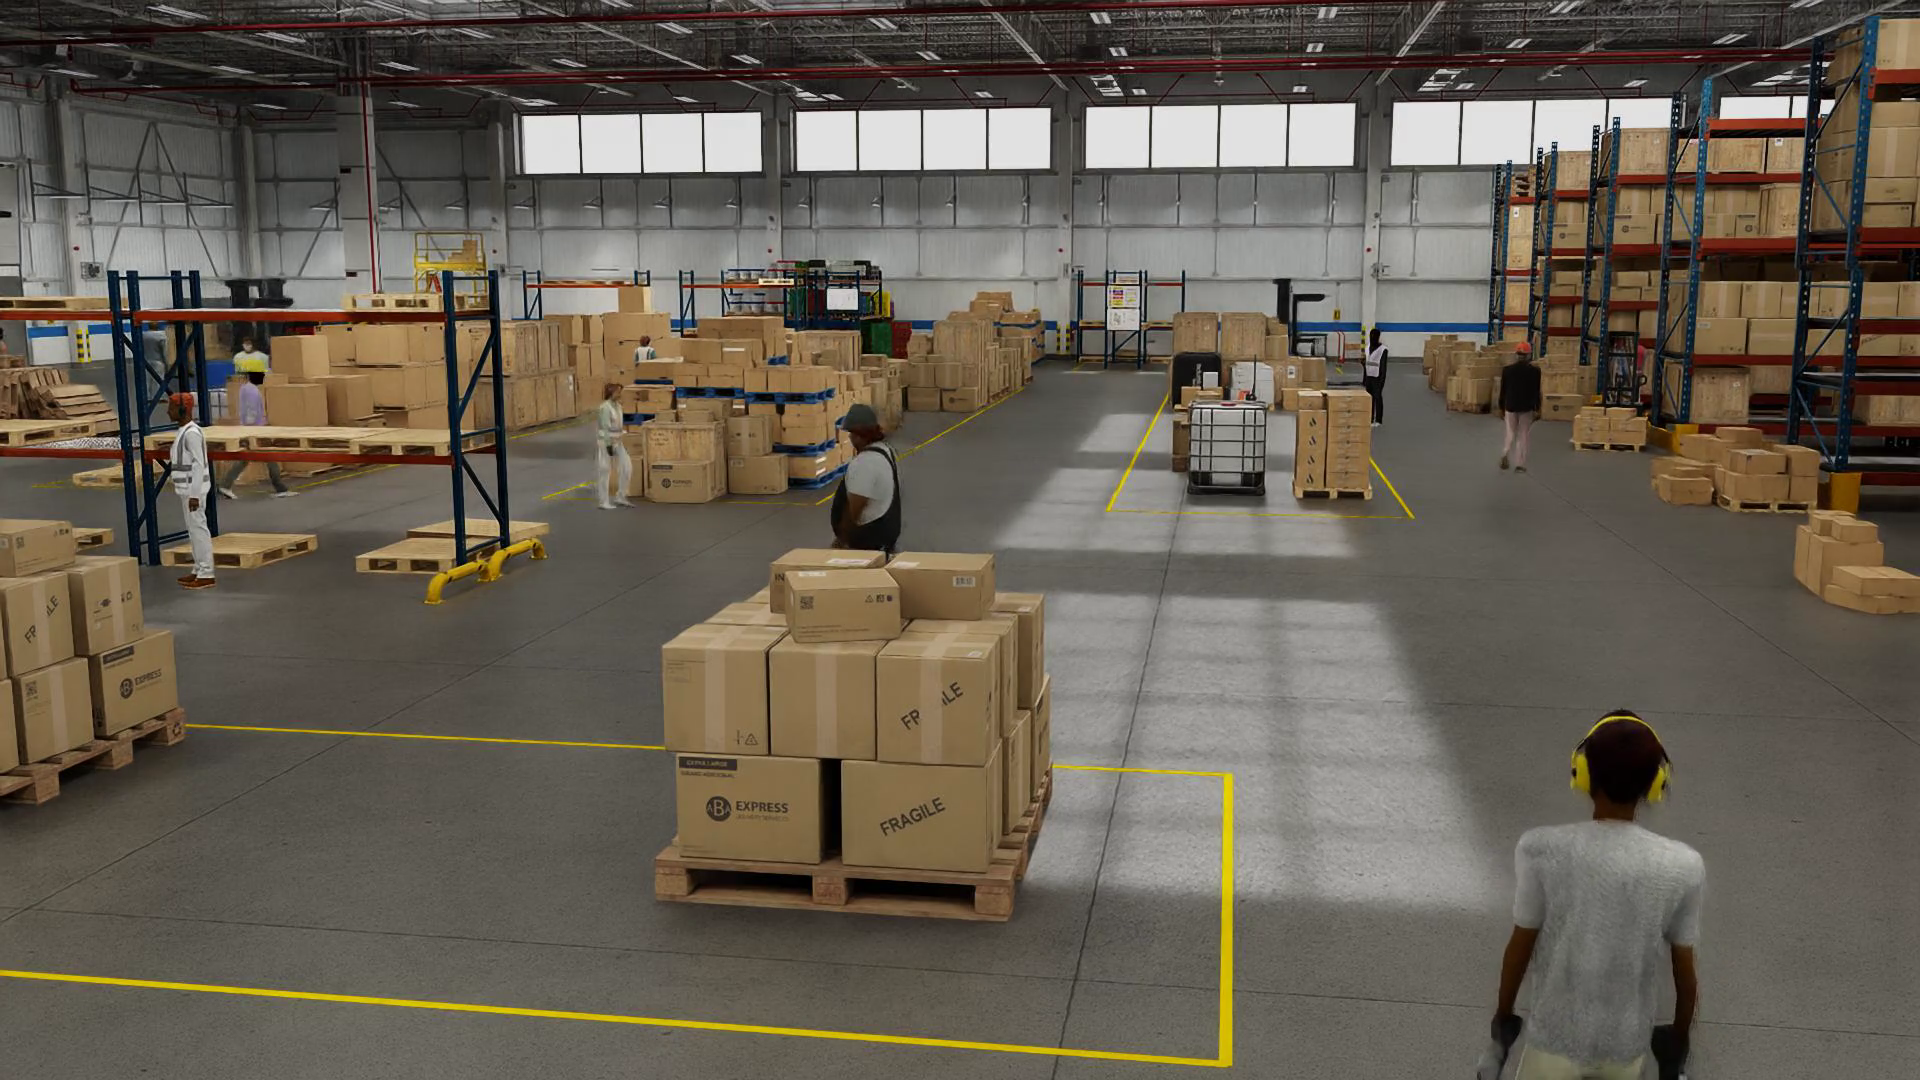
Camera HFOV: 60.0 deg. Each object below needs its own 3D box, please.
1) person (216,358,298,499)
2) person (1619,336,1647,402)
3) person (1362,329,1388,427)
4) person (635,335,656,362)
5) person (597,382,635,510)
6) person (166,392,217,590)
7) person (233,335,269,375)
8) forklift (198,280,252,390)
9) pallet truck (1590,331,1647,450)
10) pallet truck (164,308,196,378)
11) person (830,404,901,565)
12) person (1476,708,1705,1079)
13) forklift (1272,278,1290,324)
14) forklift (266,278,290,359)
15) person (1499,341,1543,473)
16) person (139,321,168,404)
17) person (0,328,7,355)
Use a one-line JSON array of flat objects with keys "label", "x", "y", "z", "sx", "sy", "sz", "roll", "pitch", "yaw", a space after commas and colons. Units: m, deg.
[{"label": "person", "x": -9.411, "y": -1.472, "z": 22.070, "sx": 0.971, "sy": 1.885, "sz": 0.589, "roll": -6, "pitch": 11, "yaw": -33}, {"label": "person", "x": 13.048, "y": -3.125, "z": 32.382, "sx": 0.633, "sy": 1.841, "sz": 0.429, "roll": -6, "pitch": 11, "yaw": -31}, {"label": "person", "x": 8.060, "y": -3.143, "z": 32.290, "sx": 0.397, "sy": 1.911, "sz": 0.587, "roll": -5, "pitch": 10, "yaw": -27}, {"label": "person", "x": -6.795, "y": -3.606, "z": 35.968, "sx": 0.516, "sy": 1.641, "sz": 0.313, "roll": 4, "pitch": 10, "yaw": 22}, {"label": "person", "x": -4.372, "y": -1.179, "z": 21.072, "sx": 0.537, "sy": 1.623, "sz": 0.534, "roll": 3, "pitch": 10, "yaw": 19}, {"label": "person", "x": -7.331, "y": -0.467, "z": 15.856, "sx": 0.337, "sy": 1.882, "sz": 0.585, "roll": -6, "pitch": 11, "yaw": -31}, {"label": "person", "x": -12.517, "y": -2.688, "z": 29.481, "sx": 0.640, "sy": 1.913, "sz": 0.846, "roll": 0, "pitch": 9, "yaw": -2}, {"label": "forklift", "x": -15.465, "y": -4.206, "z": 35.856, "sx": 1.873, "sy": 2.768, "sz": 1.129, "roll": -5, "pitch": 10, "yaw": -26}, {"label": "pallet truck", "x": 11.253, "y": -2.573, "z": 28.499, "sx": 0.823, "sy": 1.965, "sz": 1.885, "roll": 5, "pitch": 10, "yaw": 27}, {"label": "pallet truck", "x": -21.869, "y": -5.598, "z": 47.154, "sx": 0.823, "sy": 1.965, "sz": 1.885, "roll": 4, "pitch": 10, "yaw": 26}, {"label": "person", "x": -0.764, "y": -0.071, "z": 12.934, "sx": 0.611, "sy": 2.000, "sz": 0.685, "roll": 1, "pitch": 9, "yaw": 8}, {"label": "person", "x": 1.721, "y": 1.375, "z": 4.575, "sx": 0.580, "sy": 1.858, "sz": 0.535, "roll": 1, "pitch": 9, "yaw": 5}, {"label": "forklift", "x": 8.327, "y": -5.389, "z": 43.148, "sx": 1.873, "sy": 2.768, "sz": 1.129, "roll": 1, "pitch": 9, "yaw": 9}, {"label": "forklift", "x": -17.637, "y": -5.370, "z": 43.033, "sx": 1.873, "sy": 2.768, "sz": 1.129, "roll": -3, "pitch": 10, "yaw": -17}, {"label": "person", "x": 8.408, "y": -1.988, "z": 24.918, "sx": 0.611, "sy": 1.982, "sz": 0.424, "roll": 7, "pitch": 12, "yaw": 38}, {"label": "person", "x": -18.347, "y": -4.057, "z": 37.893, "sx": 0.629, "sy": 1.929, "sz": 0.362, "roll": 1, "pitch": 9, "yaw": 4}, {"label": "person", "x": -22.564, "y": -4.141, "z": 39.093, "sx": 0.317, "sy": 1.695, "sz": 0.540, "roll": -2, "pitch": 9, "yaw": -9}]
